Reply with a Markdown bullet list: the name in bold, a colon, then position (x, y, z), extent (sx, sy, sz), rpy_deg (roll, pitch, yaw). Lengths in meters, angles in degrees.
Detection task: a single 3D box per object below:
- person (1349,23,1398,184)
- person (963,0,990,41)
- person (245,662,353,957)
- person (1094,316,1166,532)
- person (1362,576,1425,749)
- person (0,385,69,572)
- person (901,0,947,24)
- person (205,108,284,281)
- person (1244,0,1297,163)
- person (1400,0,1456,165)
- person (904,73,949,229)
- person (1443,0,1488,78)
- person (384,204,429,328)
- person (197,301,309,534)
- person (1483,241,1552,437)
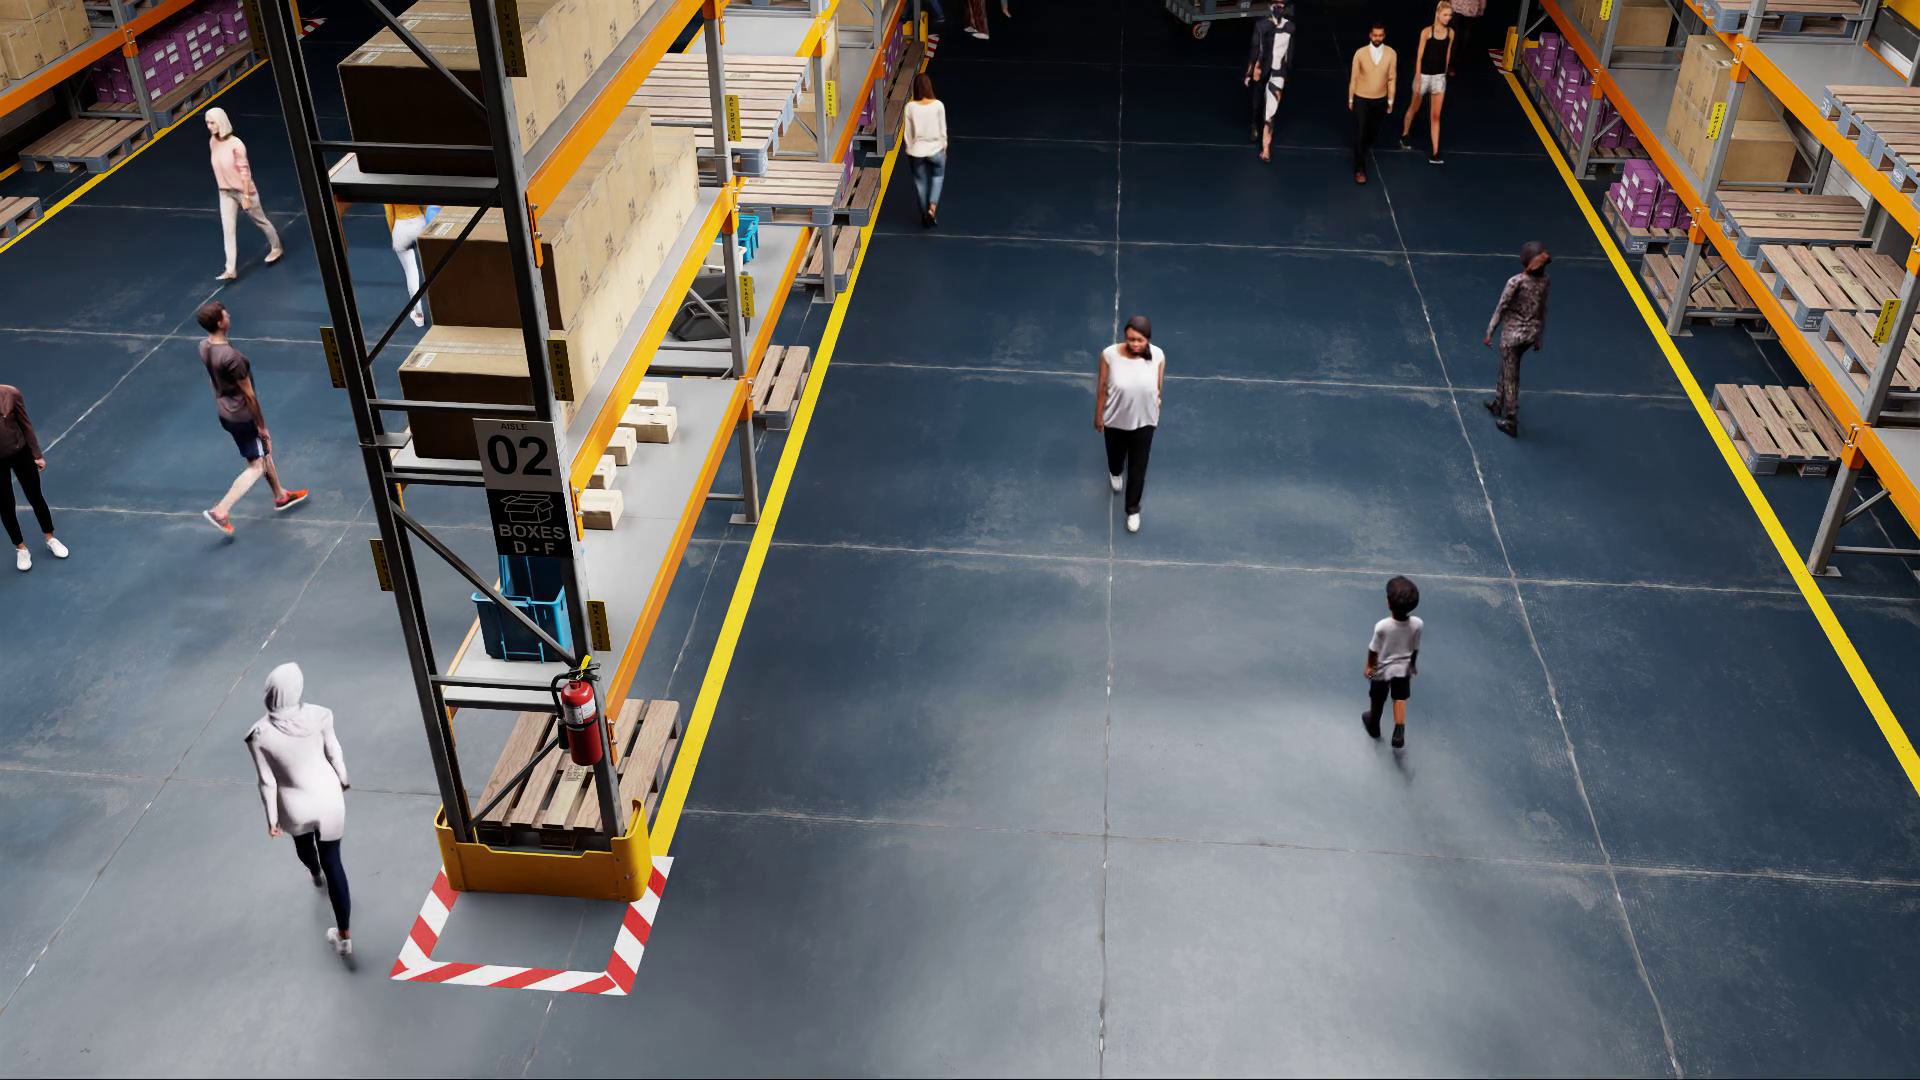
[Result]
- **person**: position (4.636, -4.985, 18.796), extent (0.690, 1.730, 1.147), rpy_deg (1, 34, 1)
- **person**: position (0.326, -7.744, 23.108), extent (0.679, 1.551, 0.645), rpy_deg (10, 35, 14)
- **person**: position (-3.514, 1.501, 9.047), extent (1.050, 1.719, 1.236), rpy_deg (-18, 38, -25)
- **person**: position (1.309, -0.976, 12.829), extent (0.670, 1.657, 1.064), rpy_deg (2, 34, 3)
- **person**: position (2.756, 0.804, 10.518), extent (0.567, 1.251, 0.736), rpy_deg (-3, 34, -4)
- **person**: position (-6.991, -0.592, 12.208), extent (0.666, 1.705, 0.719), rpy_deg (-23, 40, -31)
- **person**: position (-0.520, -8.235, 23.623), extent (0.988, 1.798, 1.217), rpy_deg (15, 37, 22)
- **person**: position (-7.121, -3.477, 16.577), extent (0.822, 1.674, 1.188), rpy_deg (12, 35, 17)
- **person**: position (3.572, -5.419, 19.334), extent (0.695, 1.857, 1.197), rpy_deg (3, 34, 5)
- **person**: position (5.396, -5.353, 19.296), extent (0.782, 1.789, 1.246), rpy_deg (-4, 34, -5)
- **person**: position (-0.355, -4.026, 17.403), extent (0.617, 1.674, 0.677), rpy_deg (2, 34, 3)
- **person**: position (6.574, -6.937, 21.704), extent (0.773, 1.761, 1.193), rpy_deg (6, 34, 10)
- **person**: position (-5.113, -2.841, 15.550), extent (0.678, 1.751, 0.710), rpy_deg (-12, 36, -18)
- **person**: position (-5.486, -0.893, 12.550), extent (1.044, 1.827, 1.188), rpy_deg (25, 41, 32)
- **person**: position (4.671, -1.630, 13.777), extent (0.770, 1.698, 0.878), rpy_deg (-12, 35, -17)
